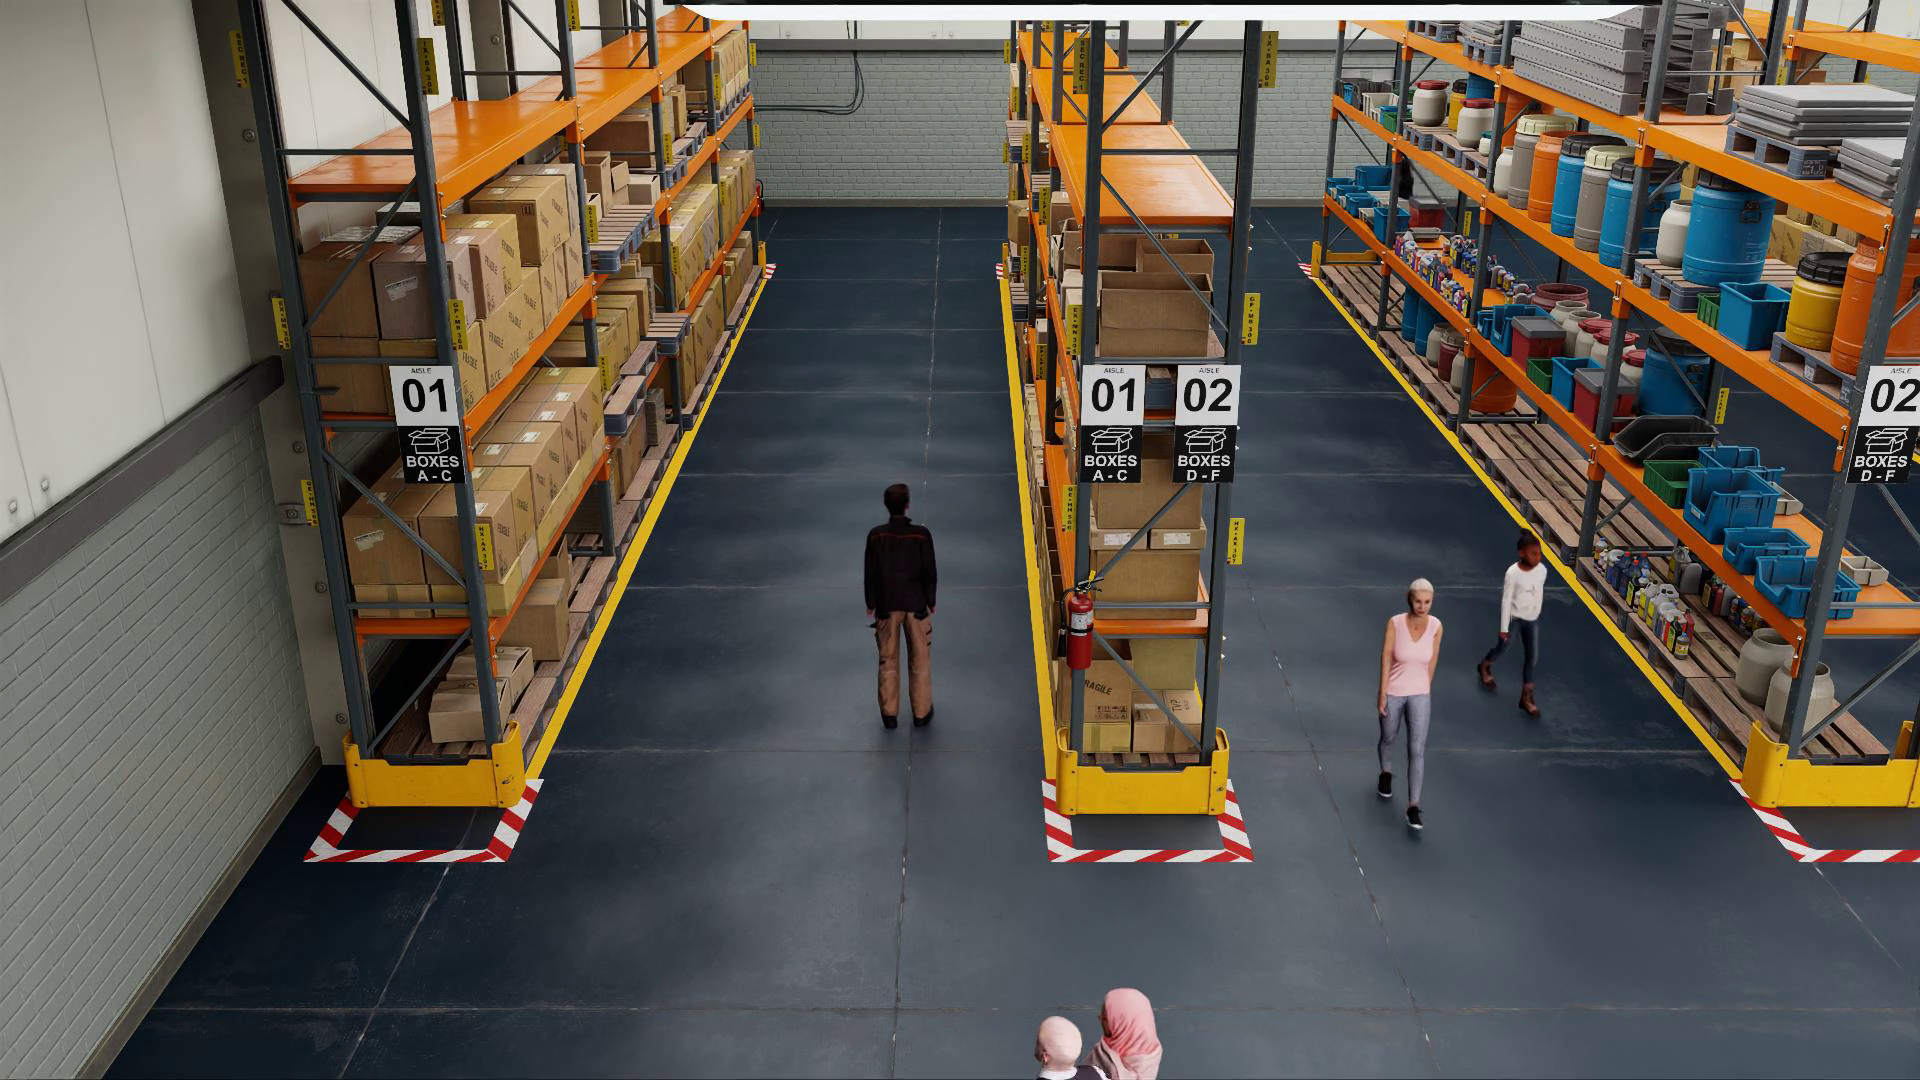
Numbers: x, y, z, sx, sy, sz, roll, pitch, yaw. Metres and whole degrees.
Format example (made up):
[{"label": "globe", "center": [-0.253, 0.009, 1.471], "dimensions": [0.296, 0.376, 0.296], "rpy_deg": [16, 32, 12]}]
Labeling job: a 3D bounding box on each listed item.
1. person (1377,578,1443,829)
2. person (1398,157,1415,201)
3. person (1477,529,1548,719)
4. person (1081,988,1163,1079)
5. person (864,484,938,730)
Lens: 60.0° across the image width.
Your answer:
[{"label": "person", "center": [3.028, 1.038, 11.421], "dimensions": [0.654, 1.692, 1.021], "rpy_deg": [3, 22, 7]}, {"label": "person", "center": [7.184, -5.291, 26.872], "dimensions": [0.945, 1.709, 1.081], "rpy_deg": [-14, 26, -31]}, {"label": "person", "center": [4.283, 0.594, 12.857], "dimensions": [0.745, 1.426, 1.048], "rpy_deg": [-7, 23, -17]}, {"label": "person", "center": [0.688, 2.698, 7.214], "dimensions": [0.726, 1.803, 0.578], "rpy_deg": [4, 23, 9]}, {"label": "person", "center": [-0.444, 0.498, 12.437], "dimensions": [0.688, 1.923, 0.565], "rpy_deg": [0, 22, -1]}]
